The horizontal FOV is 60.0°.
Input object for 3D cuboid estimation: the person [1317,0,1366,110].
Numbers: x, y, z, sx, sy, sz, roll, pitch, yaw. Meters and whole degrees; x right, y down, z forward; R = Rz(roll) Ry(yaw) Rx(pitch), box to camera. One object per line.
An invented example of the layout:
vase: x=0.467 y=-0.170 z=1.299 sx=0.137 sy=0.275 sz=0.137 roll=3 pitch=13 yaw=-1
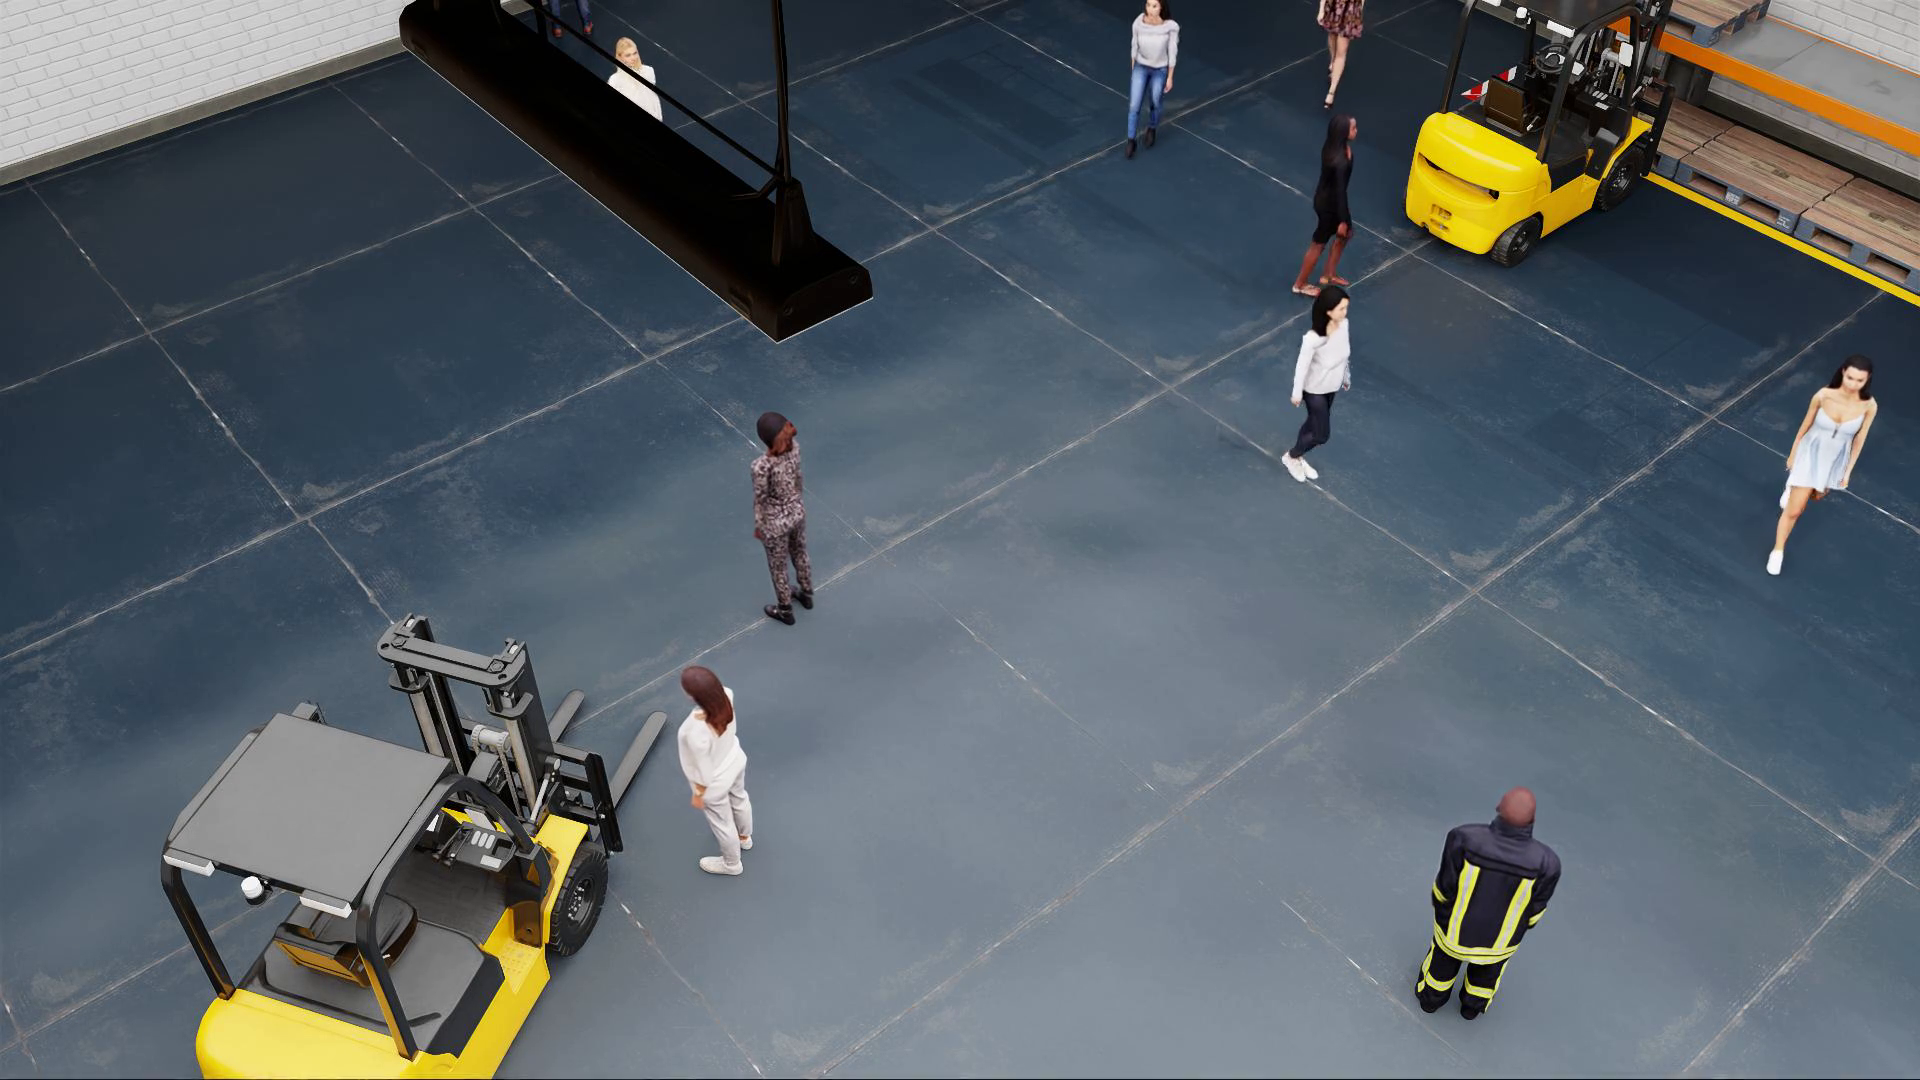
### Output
person: x=3.721 y=-5.174 z=16.241 sx=1.188 sy=1.717 sz=1.090 roll=12 pitch=45 yaw=13

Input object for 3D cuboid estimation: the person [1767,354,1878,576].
person: x=5.935 y=-0.602 z=11.449 sx=1.080 sy=1.706 sz=1.000 roll=13 pitch=45 yaw=14

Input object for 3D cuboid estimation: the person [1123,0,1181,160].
person: x=1.810 y=-4.390 z=15.494 sx=0.848 sy=1.613 sz=0.880 roll=11 pitch=45 yaw=11

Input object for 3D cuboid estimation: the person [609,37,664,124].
person: x=-2.803 y=-3.501 z=14.395 sx=0.611 sy=1.840 sz=1.002 roll=-29 pitch=51 yaw=-27

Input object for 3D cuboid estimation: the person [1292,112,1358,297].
person: x=2.962 y=-2.747 z=13.700 sx=0.873 sy=1.707 sz=0.812 roll=6 pitch=44 yaw=6

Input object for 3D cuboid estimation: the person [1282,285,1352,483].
person: x=2.535 y=-1.152 z=12.038 sx=0.622 sy=1.690 sz=0.651 roll=32 pitch=52 yaw=29

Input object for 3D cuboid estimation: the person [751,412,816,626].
person: x=-1.172 y=-0.145 z=10.962 sx=0.603 sy=1.716 sz=0.606 roll=28 pitch=50 yaw=26

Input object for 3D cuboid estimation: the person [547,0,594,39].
person: x=-4.143 y=-6.104 z=17.137 sx=0.759 sy=1.827 sz=0.737 roll=-8 pitch=44 yaw=-9

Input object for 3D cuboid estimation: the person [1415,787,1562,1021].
person: x=2.758 y=1.912 z=8.726 sx=0.804 sy=1.824 sz=0.919 roll=14 pitch=45 yaw=14

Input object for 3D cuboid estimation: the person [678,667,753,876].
person: x=-1.378 y=1.301 z=9.464 sx=0.703 sy=1.689 sz=0.685 roll=13 pitch=45 yaw=13
